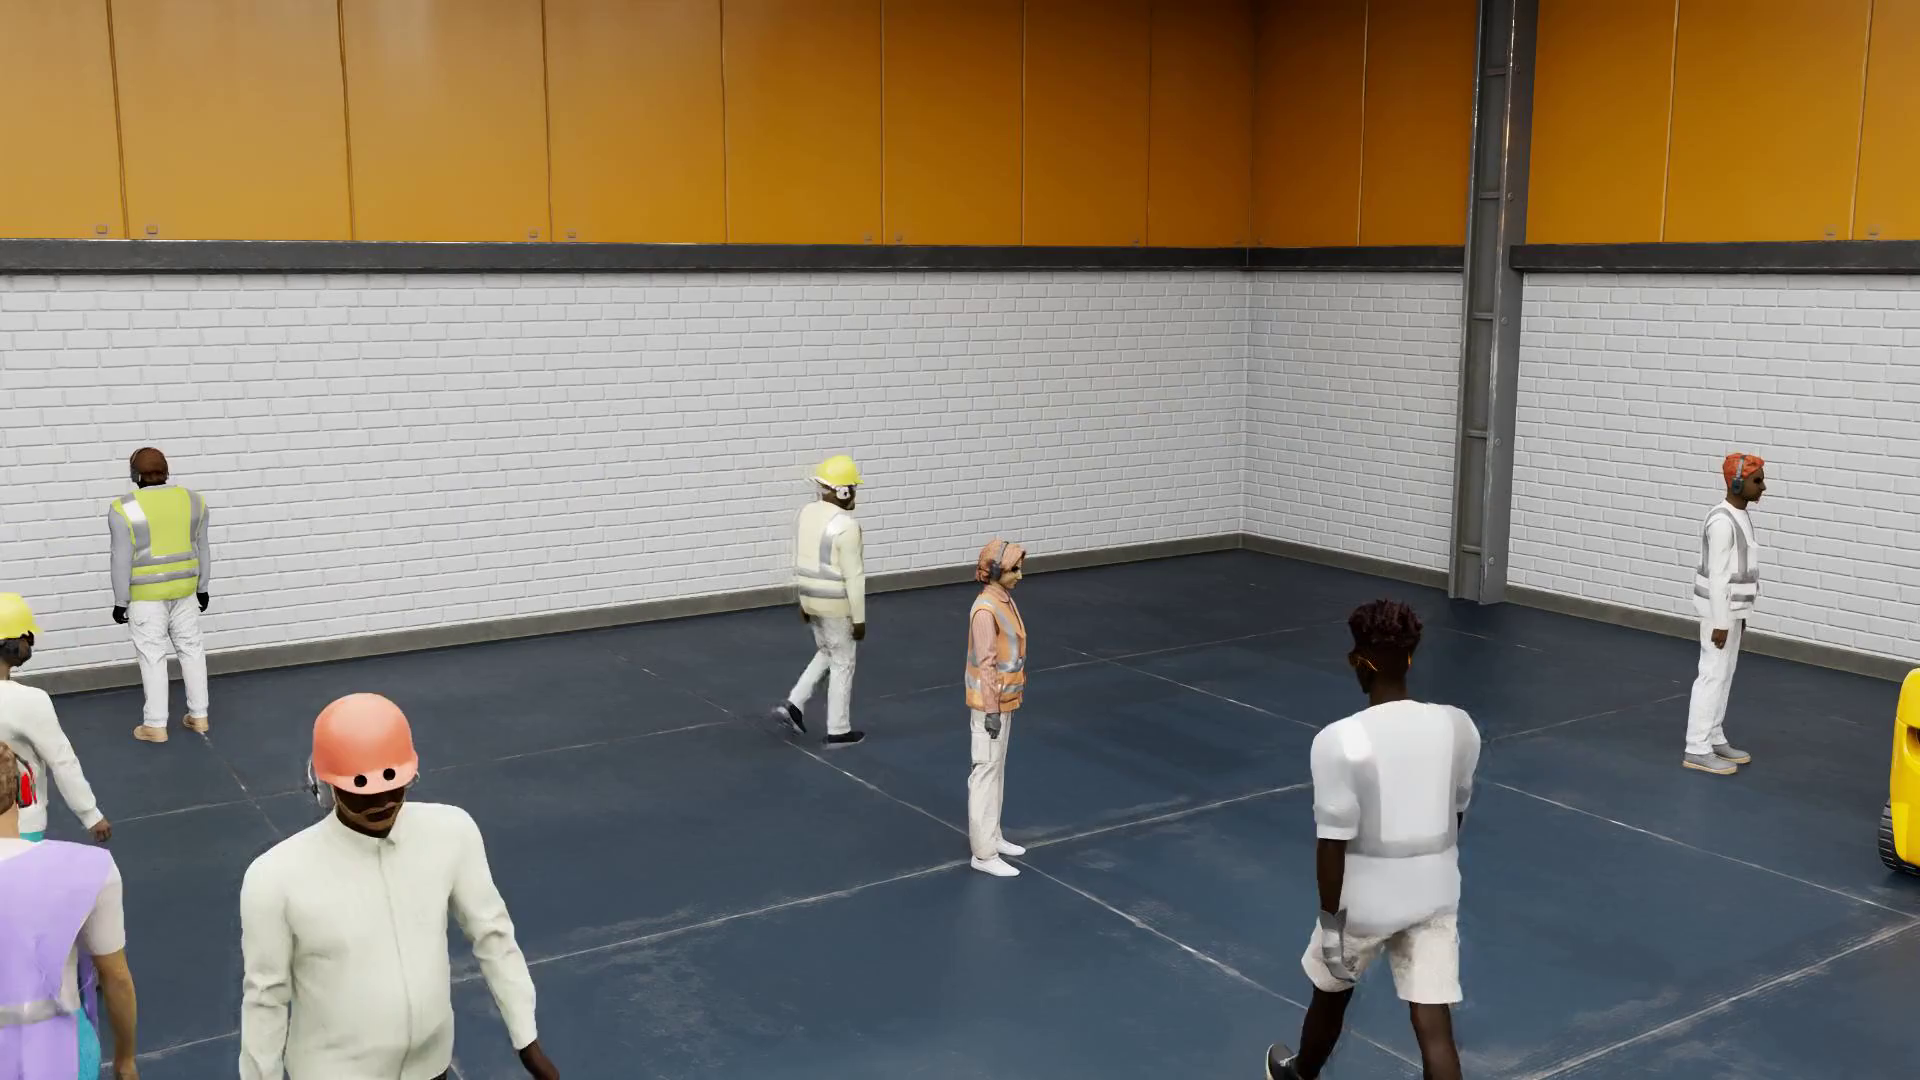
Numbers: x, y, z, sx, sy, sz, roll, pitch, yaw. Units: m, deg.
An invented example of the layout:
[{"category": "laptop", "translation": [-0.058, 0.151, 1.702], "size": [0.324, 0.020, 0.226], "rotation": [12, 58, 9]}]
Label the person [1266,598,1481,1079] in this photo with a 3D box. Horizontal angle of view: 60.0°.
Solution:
[{"category": "person", "translation": [1.376, 1.129, 5.420], "size": [0.616, 1.908, 1.028], "rotation": [-2, 10, -14]}]

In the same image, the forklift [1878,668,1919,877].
[{"category": "forklift", "translation": [5.511, 0.571, 7.906], "size": [2.313, 2.155, 1.214], "rotation": [-6, 11, -33]}]

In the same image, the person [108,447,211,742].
[{"category": "person", "translation": [-5.000, 0.334, 10.401], "size": [0.429, 1.840, 0.633], "rotation": [7, 12, 36]}]

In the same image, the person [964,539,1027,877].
[{"category": "person", "translation": [0.174, 0.808, 8.150], "size": [0.309, 1.640, 0.513], "rotation": [2, 10, 9]}]

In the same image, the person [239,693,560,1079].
[{"category": "person", "translation": [-1.344, 1.327, 4.093], "size": [0.941, 1.947, 0.631], "rotation": [7, 12, 36]}]

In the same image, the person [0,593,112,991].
[{"category": "person", "translation": [-3.536, 1.055, 6.370], "size": [0.529, 1.734, 0.811], "rotation": [5, 11, 28]}]

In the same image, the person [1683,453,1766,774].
[{"category": "person", "translation": [4.492, 0.425, 9.756], "size": [0.351, 1.878, 0.569], "rotation": [7, 11, 34]}]

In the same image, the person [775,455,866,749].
[{"category": "person", "translation": [-0.803, 0.389, 10.120], "size": [0.497, 1.818, 0.618], "rotation": [-7, 12, -38]}]

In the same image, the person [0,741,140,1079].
[{"category": "person", "translation": [-2.422, 1.384, 4.256], "size": [0.562, 1.784, 0.960], "rotation": [-3, 10, -16]}]
